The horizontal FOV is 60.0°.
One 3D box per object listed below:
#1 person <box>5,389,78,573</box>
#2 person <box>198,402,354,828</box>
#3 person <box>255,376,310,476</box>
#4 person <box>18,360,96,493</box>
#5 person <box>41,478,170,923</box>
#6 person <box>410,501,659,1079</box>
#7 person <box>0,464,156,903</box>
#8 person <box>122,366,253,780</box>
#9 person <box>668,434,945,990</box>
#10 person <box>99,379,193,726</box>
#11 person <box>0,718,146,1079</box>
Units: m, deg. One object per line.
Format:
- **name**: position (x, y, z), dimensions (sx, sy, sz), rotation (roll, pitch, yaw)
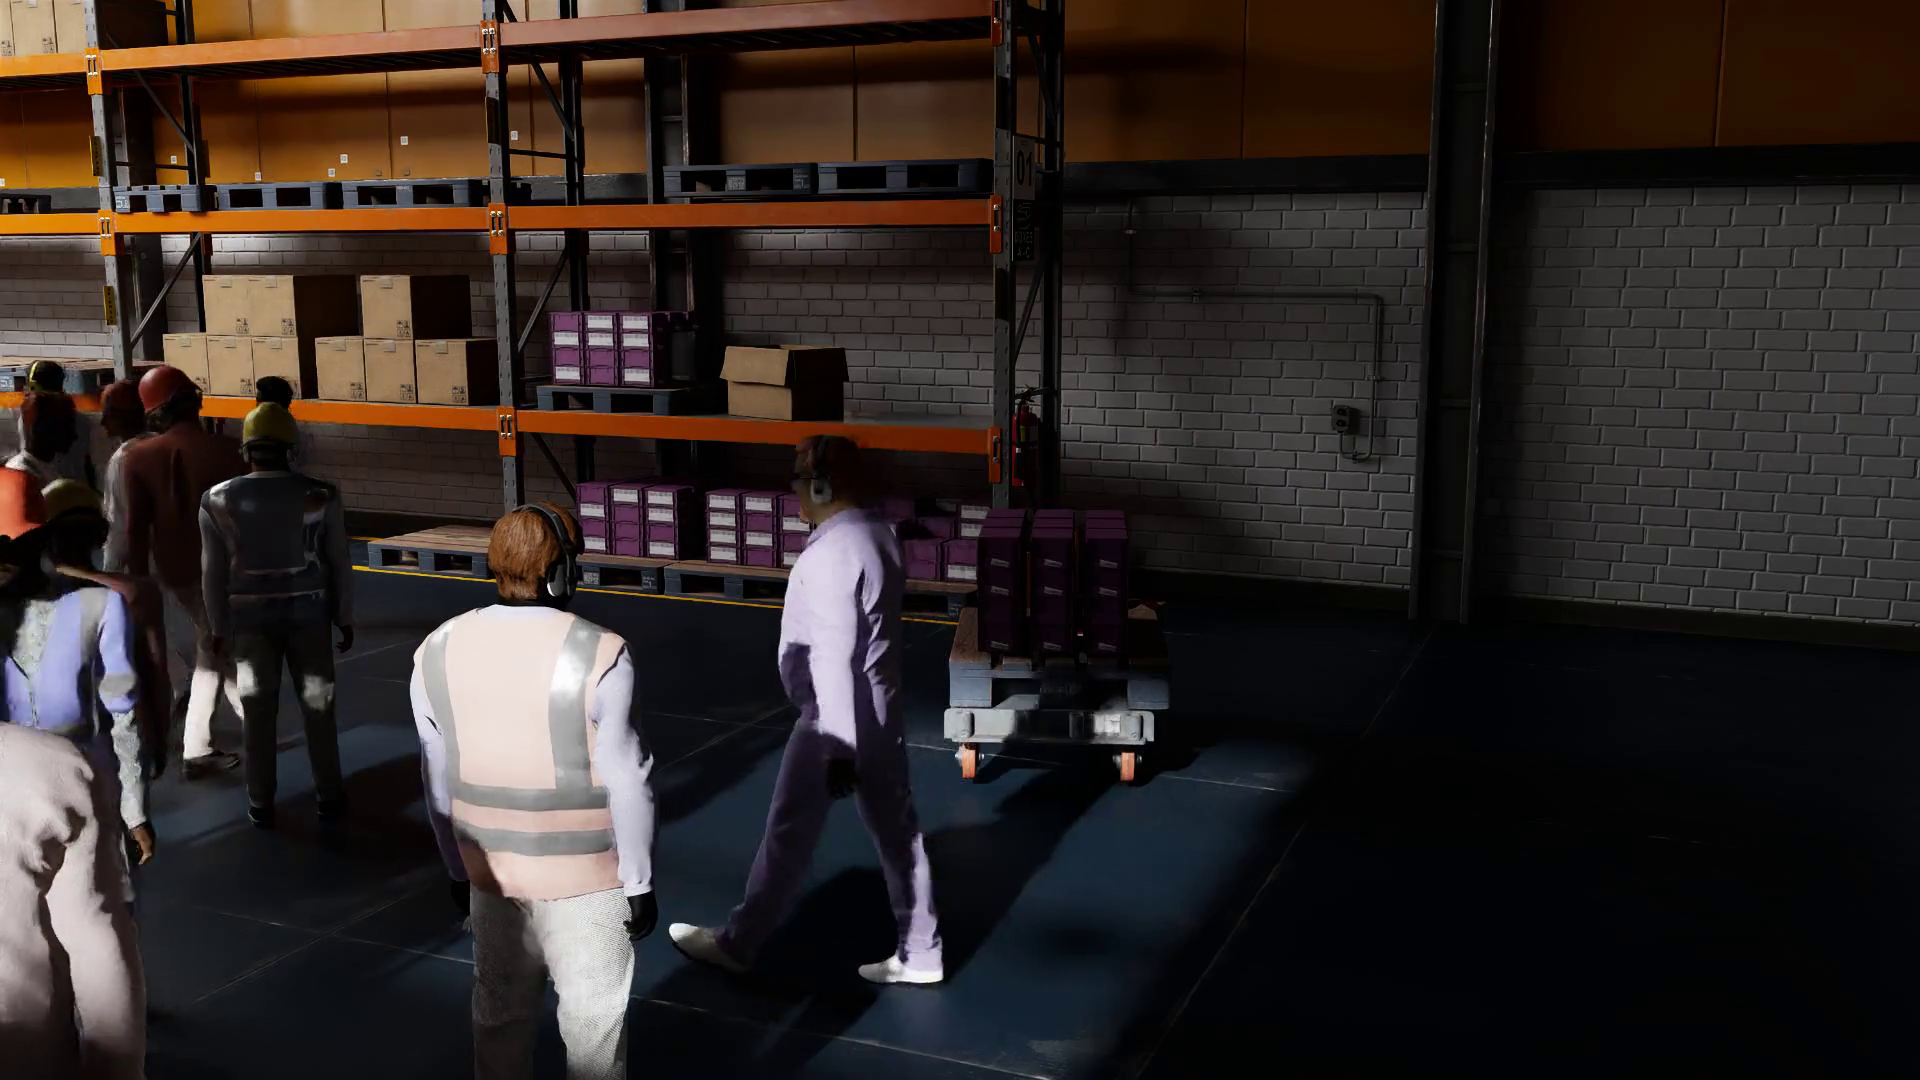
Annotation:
- **person**: position (-4.250, 0.253, 7.506), dimensions (0.626, 1.861, 0.587), rotation (-4, 10, -21)
- **person**: position (-2.918, 0.323, 7.157), dimensions (0.600, 1.831, 0.404), rotation (-3, 10, -19)
- **person**: position (-4.479, -0.235, 10.956), dimensions (0.501, 1.682, 0.536), rotation (-2, 10, -11)
- **person**: position (-5.476, -0.188, 10.219), dimensions (0.848, 1.832, 0.576), rotation (3, 10, 16)
- **person**: position (-2.768, 0.681, 5.312), dimensions (0.535, 1.740, 0.551), rotation (-9, 13, -42)
- **person**: position (-1.021, 0.820, 4.159), dimensions (0.622, 1.844, 0.429), rotation (3, 10, 16)
- **person**: position (-2.584, 0.713, 4.638), dimensions (0.560, 1.913, 0.712), rotation (-6, 11, -33)
- **person**: position (-3.623, 0.126, 8.049), dimensions (0.593, 1.922, 0.900), rotation (1, 10, 6)
- **person**: position (-0.485, 0.579, 5.525), dimensions (0.972, 1.856, 0.678), rotation (3, 10, 17)
- **person**: position (-4.136, 0.116, 8.325), dimensions (0.470, 1.854, 0.616), rotation (-1, 10, -4)
- **person**: position (-1.844, 0.981, 3.060), dimensions (0.675, 1.883, 0.569), rotation (-4, 10, -21)
